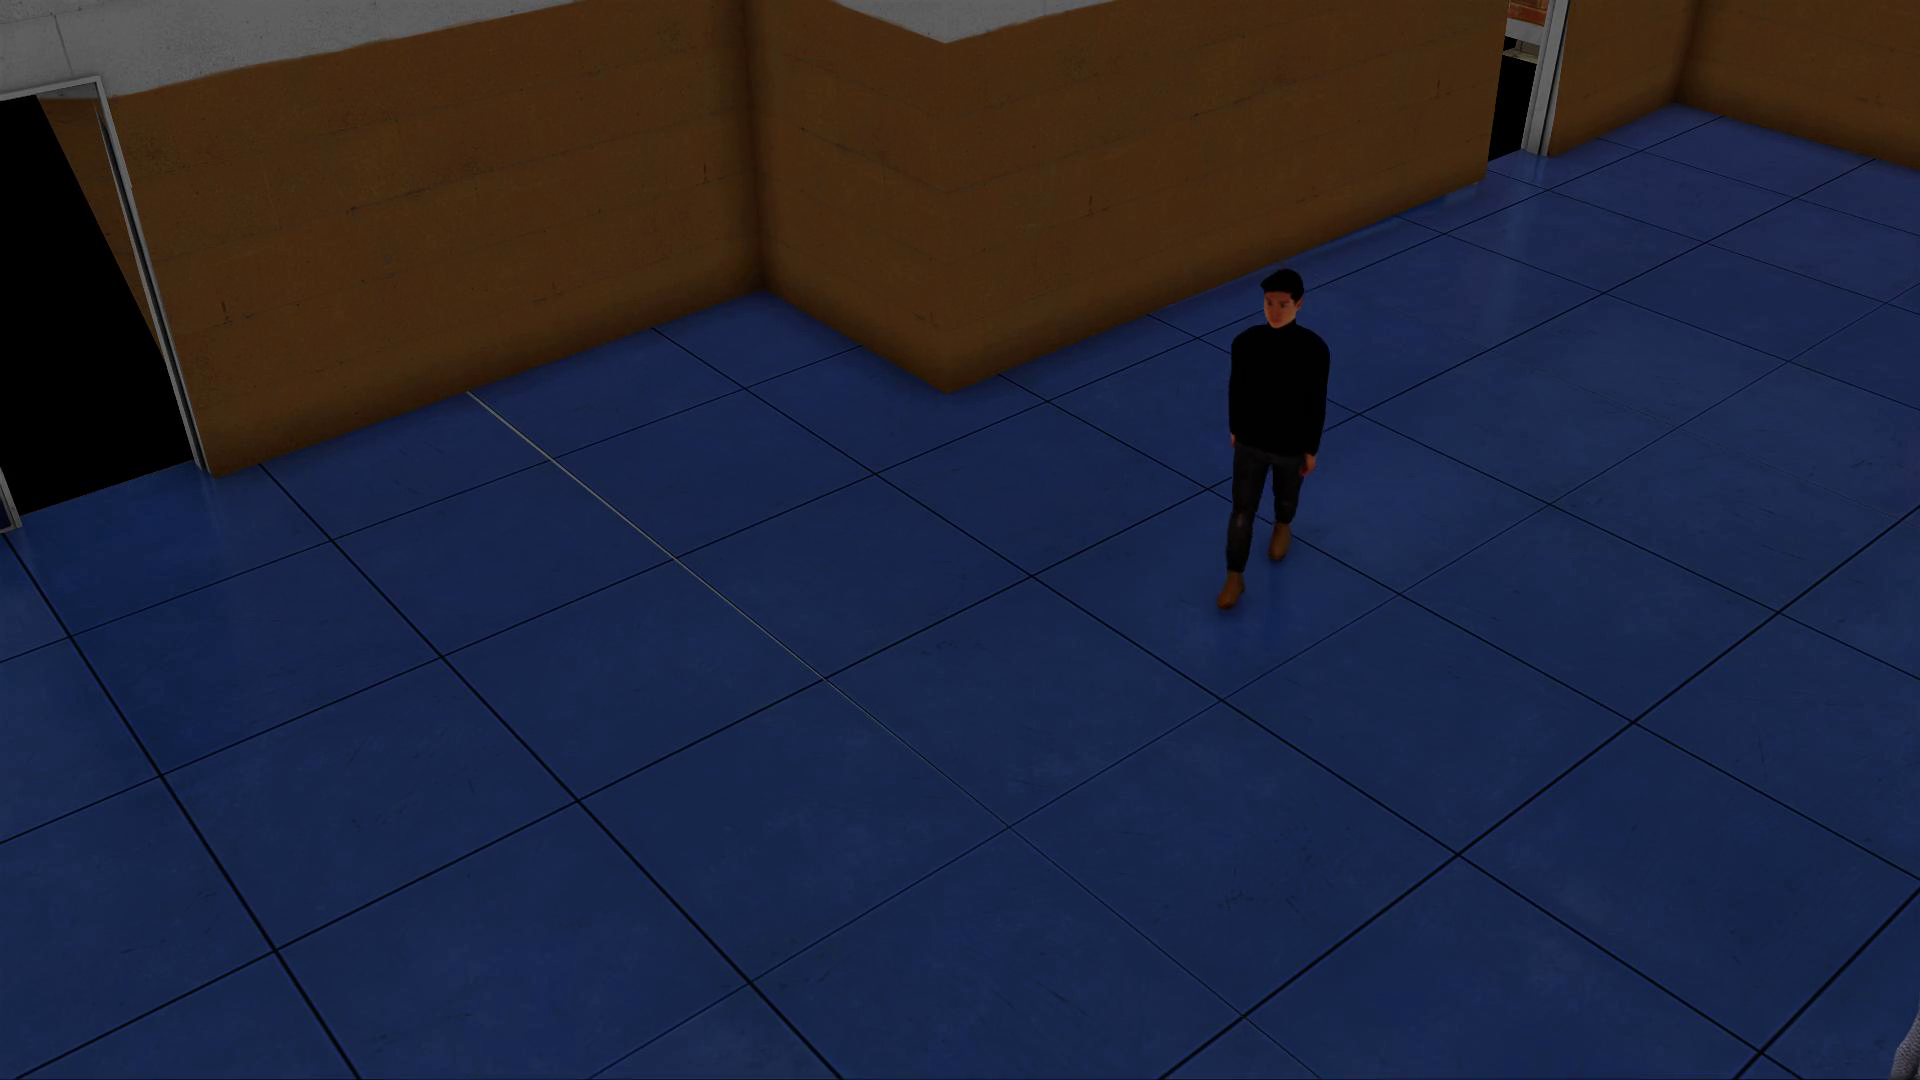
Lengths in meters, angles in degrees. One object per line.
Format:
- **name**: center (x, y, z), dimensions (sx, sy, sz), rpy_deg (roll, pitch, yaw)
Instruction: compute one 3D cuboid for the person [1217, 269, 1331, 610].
- **person**: center (1.581, -0.549, 8.230), dimensions (1.134, 1.694, 1.067), rpy_deg (11, 35, 16)
